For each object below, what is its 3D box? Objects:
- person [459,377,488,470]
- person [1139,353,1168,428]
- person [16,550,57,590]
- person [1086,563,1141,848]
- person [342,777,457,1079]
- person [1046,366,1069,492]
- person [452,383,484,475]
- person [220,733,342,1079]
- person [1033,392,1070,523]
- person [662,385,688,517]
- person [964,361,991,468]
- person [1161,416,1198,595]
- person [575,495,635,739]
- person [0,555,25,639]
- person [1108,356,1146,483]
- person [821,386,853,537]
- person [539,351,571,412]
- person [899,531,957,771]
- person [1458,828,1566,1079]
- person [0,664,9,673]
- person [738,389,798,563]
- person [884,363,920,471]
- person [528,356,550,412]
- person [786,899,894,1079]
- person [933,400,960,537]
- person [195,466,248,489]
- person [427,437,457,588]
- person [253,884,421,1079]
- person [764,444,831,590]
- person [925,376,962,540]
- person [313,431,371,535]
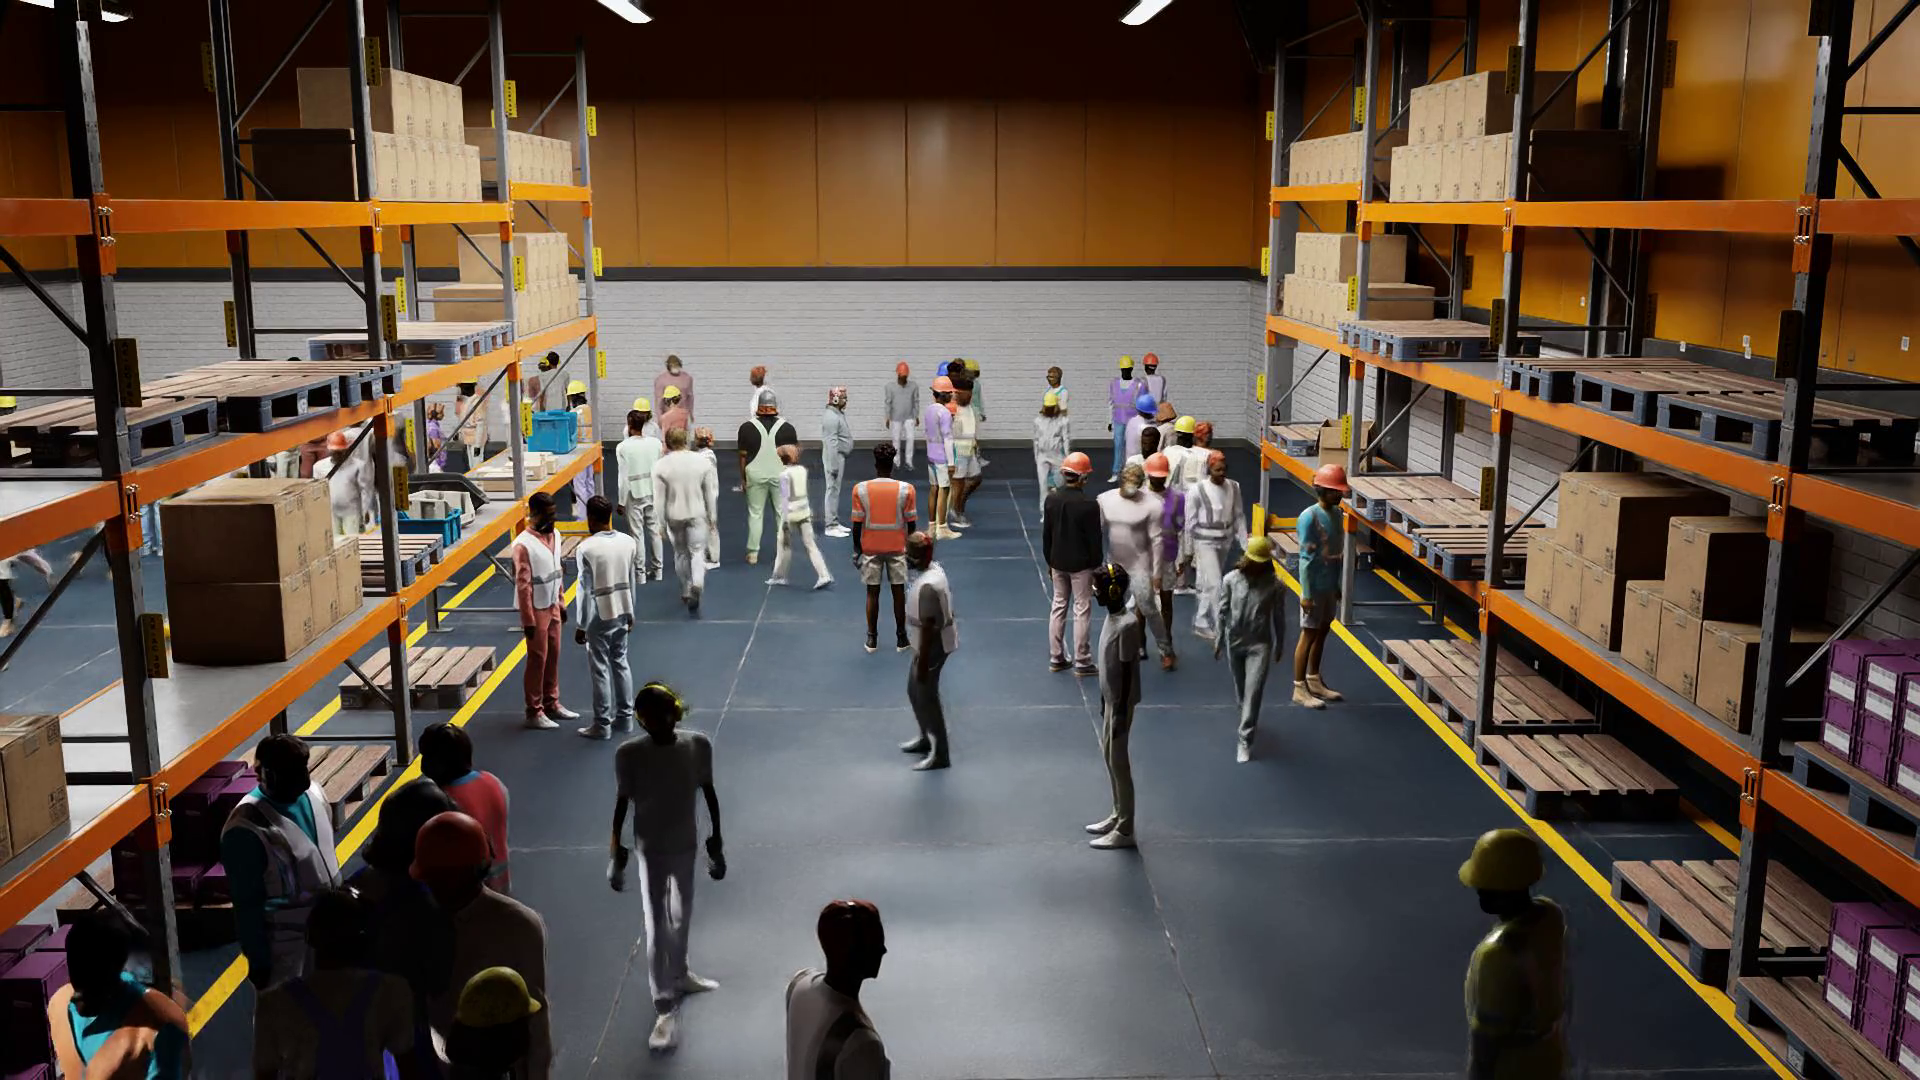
[{"bbox_3d":[-6.661,-1.363,22.750,0.369,1.928,0.586,-6,13,-29],"label":"person"},{"bbox_3d":[2.874,-1.868,25.260,0.553,1.935,0.361,-6,13,-27],"label":"person"},{"bbox_3d":[-10.094,-0.260,17.557,0.618,1.805,0.868,7,13,30],"label":"person"},{"bbox_3d":[0.993,1.063,10.777,0.347,1.855,0.532,-1,11,-7],"label":"person"},{"bbox_3d":[-2.005,1.867,6.270,0.688,2.000,0.536,9,14,38],"label":"person"},{"bbox_3d":[1.398,-1.614,24.255,0.342,1.839,0.501,-6,13,-28],"label":"person"},{"bbox_3d":[-7.114,-1.589,23.922,0.769,1.904,0.637,-9,15,-39],"label":"person"},{"bbox_3d":[-2.977,1.740,7.432,0.431,1.840,0.633,2,12,12],"label":"person"},{"bbox_3d":[1.217,-1.106,21.972,0.490,1.727,0.582,3,12,15],"label":"person"},{"bbox_3d":[-3.826,-1.185,22.265,0.314,1.769,0.523,5,12,25],"label":"person"},{"bbox_3d":[0.227,-1.996,26.485,0.869,1.698,0.516,9,14,38],"label":"person"},{"bbox_3d":[2.370,-0.368,17.790,0.399,1.918,0.590,-6,13,-29],"label":"person"},{"bbox_3d":[-2.751,0.599,12.972,0.401,1.909,0.599,7,13,30],"label":"person"},{"bbox_3d":[-9.285,0.094,16.070,0.540,1.687,0.487,3,12,12],"label":"person"},{"bbox_3d":[2.490,-1.800,24.942,0.584,1.928,0.367,5,12,25],"label":"person"},{"bbox_3d":[-1.541,-0.989,20.956,0.401,1.903,0.645,0,11,-1],"label":"person"},{"bbox_3d":[-6.450,-2.071,26.483,0.523,1.863,0.323,-6,13,-28],"label":"person"},{"bbox_3d":[-0.237,0.808,12.154,0.432,1.812,0.659,-1,11,-4],"label":"person"},{"bbox_3d":[2.048,1.958,6.200,0.417,1.894,0.633,8,14,35],"label":"person"},{"bbox_3d":[-8.748,0.288,14.718,0.502,1.837,0.350,7,13,30],"label":"person"},{"bbox_3d":[-2.245,-0.758,19.434,0.685,2.000,0.538,-2,11,-11],"label":"person"},{"bbox_3d":[-0.904,-1.935,26.171,0.582,1.710,0.650,-3,12,-14],"label":"person"},{"bbox_3d":[-6.663,-2.078,26.776,0.532,1.756,0.337,0,11,-3],"label":"person"},{"bbox_3d":[-0.404,2.096,5.556,0.363,1.878,0.568,-6,13,-28],"label":"person"},{"bbox_3d":[-0.180,-0.892,20.872,0.355,1.737,0.577,-3,12,-16],"label":"person"},{"bbox_3d":[-7.477,-0.224,16.988,0.608,1.955,0.384,0,11,2],"label":"person"},{"bbox_3d":[-5.746,-0.302,18.150,0.314,1.642,0.514,-8,14,-36],"label":"person"},{"bbox_3d":[-2.167,2.082,5.730,0.638,1.824,0.366,-7,13,-33],"label":"person"},{"bbox_3d":[-1.762,-0.251,18.010,0.841,1.603,0.520,7,13,33],"label":"person"},{"bbox_3d":[-0.219,-1.025,20.766,0.371,2.044,0.608,-5,13,-26],"label":"person"},{"bbox_3d":[-6.711,-0.325,18.030,0.594,1.733,0.371,-1,11,-7],"label":"person"}]
